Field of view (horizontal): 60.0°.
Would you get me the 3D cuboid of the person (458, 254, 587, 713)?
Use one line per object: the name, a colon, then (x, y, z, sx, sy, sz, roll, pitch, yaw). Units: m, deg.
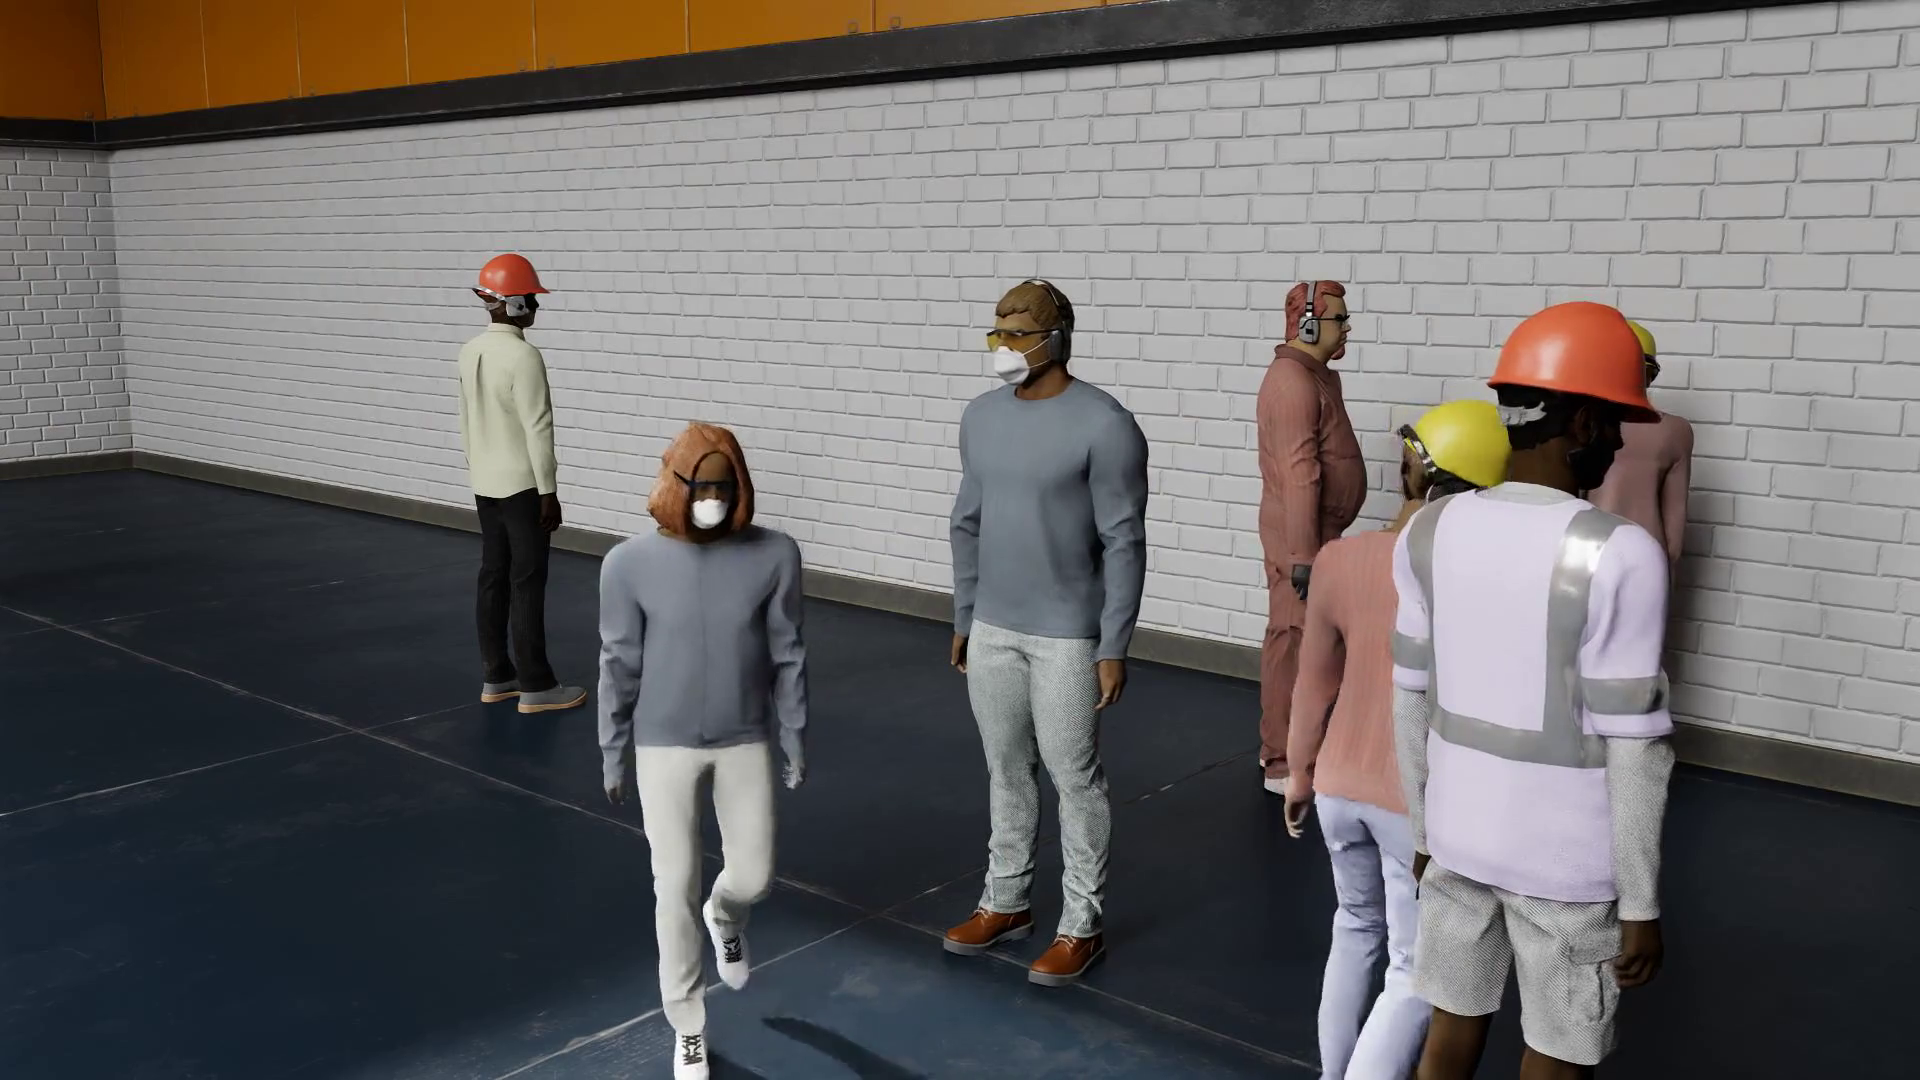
person: (-1.947, -0.244, 7.300, 0.611, 1.996, 0.379, 9, 14, 42)

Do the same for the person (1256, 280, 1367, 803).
person: (1.290, 0.000, 6.160, 0.409, 1.907, 0.651, 2, 10, 9)

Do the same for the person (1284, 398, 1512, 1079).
person: (0.879, 0.558, 3.517, 0.668, 1.715, 0.539, -8, 13, -37)

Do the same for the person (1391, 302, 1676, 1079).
person: (1.026, 0.548, 2.979, 0.374, 1.929, 0.542, -7, 12, -33)

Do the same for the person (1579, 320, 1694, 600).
person: (2.351, 0.100, 5.996, 0.525, 1.769, 0.308, -1, 10, -8)

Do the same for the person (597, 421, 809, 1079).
person: (-0.640, 0.498, 4.133, 0.518, 1.615, 0.484, -3, 10, -15)

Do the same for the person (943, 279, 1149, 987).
person: (0.217, 0.255, 4.618, 0.637, 1.938, 0.357, 9, 13, 42)
